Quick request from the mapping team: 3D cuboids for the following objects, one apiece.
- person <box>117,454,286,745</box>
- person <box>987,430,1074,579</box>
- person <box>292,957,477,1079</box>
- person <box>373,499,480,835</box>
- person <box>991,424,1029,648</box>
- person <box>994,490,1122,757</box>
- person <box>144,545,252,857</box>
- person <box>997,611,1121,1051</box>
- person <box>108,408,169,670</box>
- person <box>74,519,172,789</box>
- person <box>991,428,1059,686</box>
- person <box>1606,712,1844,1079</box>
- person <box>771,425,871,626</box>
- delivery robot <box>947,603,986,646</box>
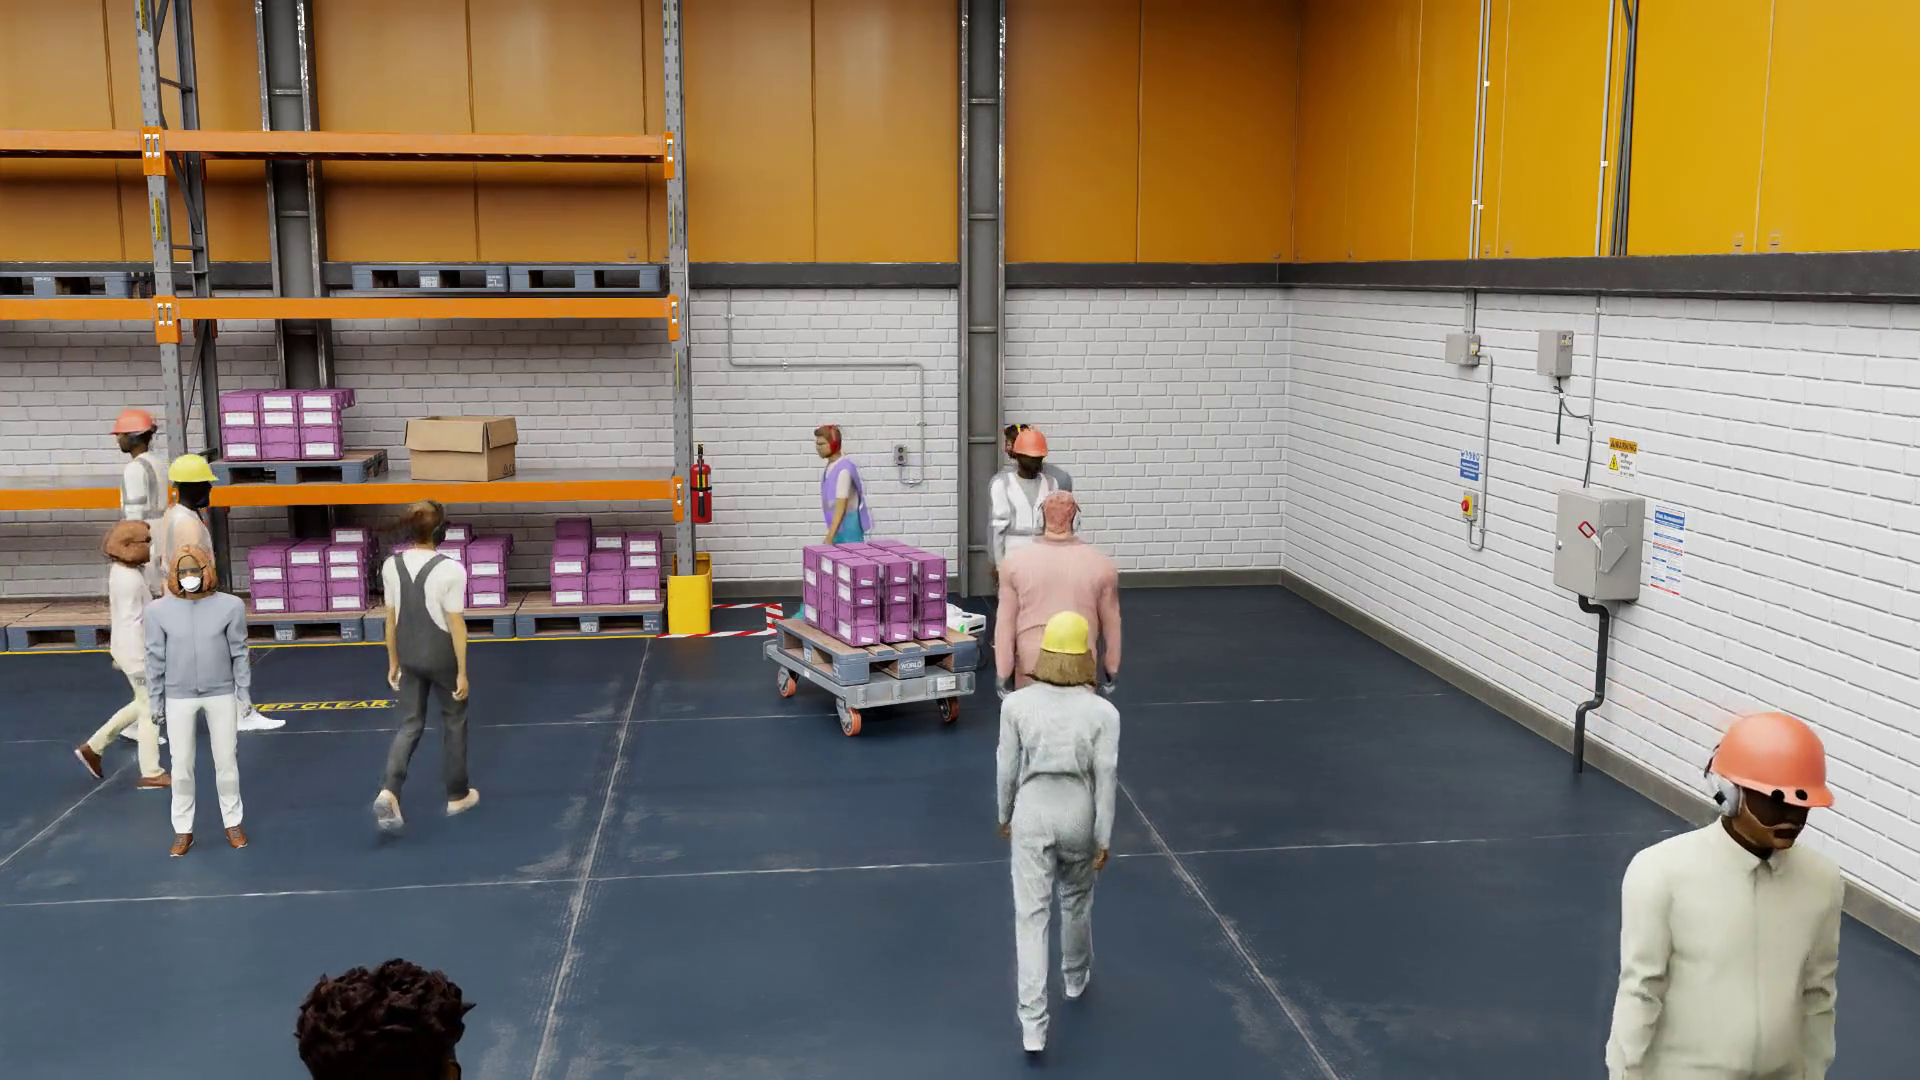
[{"bbox_3d":[-4.977,0.382,10.725,0.994,1.884,0.598,-4,10,-25],"label":"person"},{"bbox_3d":[0.507,0.087,12.523,0.648,1.909,0.719,-1,9,-9],"label":"person"},{"bbox_3d":[-0.928,1.625,2.711,0.361,1.963,0.618,-5,10,-29],"label":"person"},{"bbox_3d":[-2.924,0.683,9.060,0.522,1.819,0.822,2,9,12],"label":"person"},{"bbox_3d":[0.621,-0.019,13.357,0.652,1.846,0.583,1,9,8],"label":"person"},{"bbox_3d":[0.537,0.653,9.056,0.681,1.865,0.915,1,9,4],"label":"person"},{"bbox_3d":[-3.978,0.829,8.712,0.505,1.633,0.279,-4,10,-24],"label":"person"},{"bbox_3d":[0.385,1.128,6.638,0.499,1.701,0.893,1,9,7],"label":"person"},{"bbox_3d":[-6.110,0.007,12.642,0.736,2.020,0.618,-2,9,-10],"label":"person"},{"bbox_3d":[-4.870,0.677,9.713,0.503,1.614,0.512,-5,11,-31],"label":"person"},{"bbox_3d":[0.499,0.151,12.055,0.557,1.916,0.599,-3,10,-20],"label":"person"},{"bbox_3d":[1.922,1.369,4.269,0.626,1.974,0.613,-1,9,-8],"label":"person"},{"bbox_3d":[-1.035,-0.054,13.751,1.007,1.782,0.566,-3,10,-20],"label":"person"},{"bbox_3d":[-0.149,0.660,12.830,0.707,0.478,0.477,7,11,37],"label":"delivery robot"}]
